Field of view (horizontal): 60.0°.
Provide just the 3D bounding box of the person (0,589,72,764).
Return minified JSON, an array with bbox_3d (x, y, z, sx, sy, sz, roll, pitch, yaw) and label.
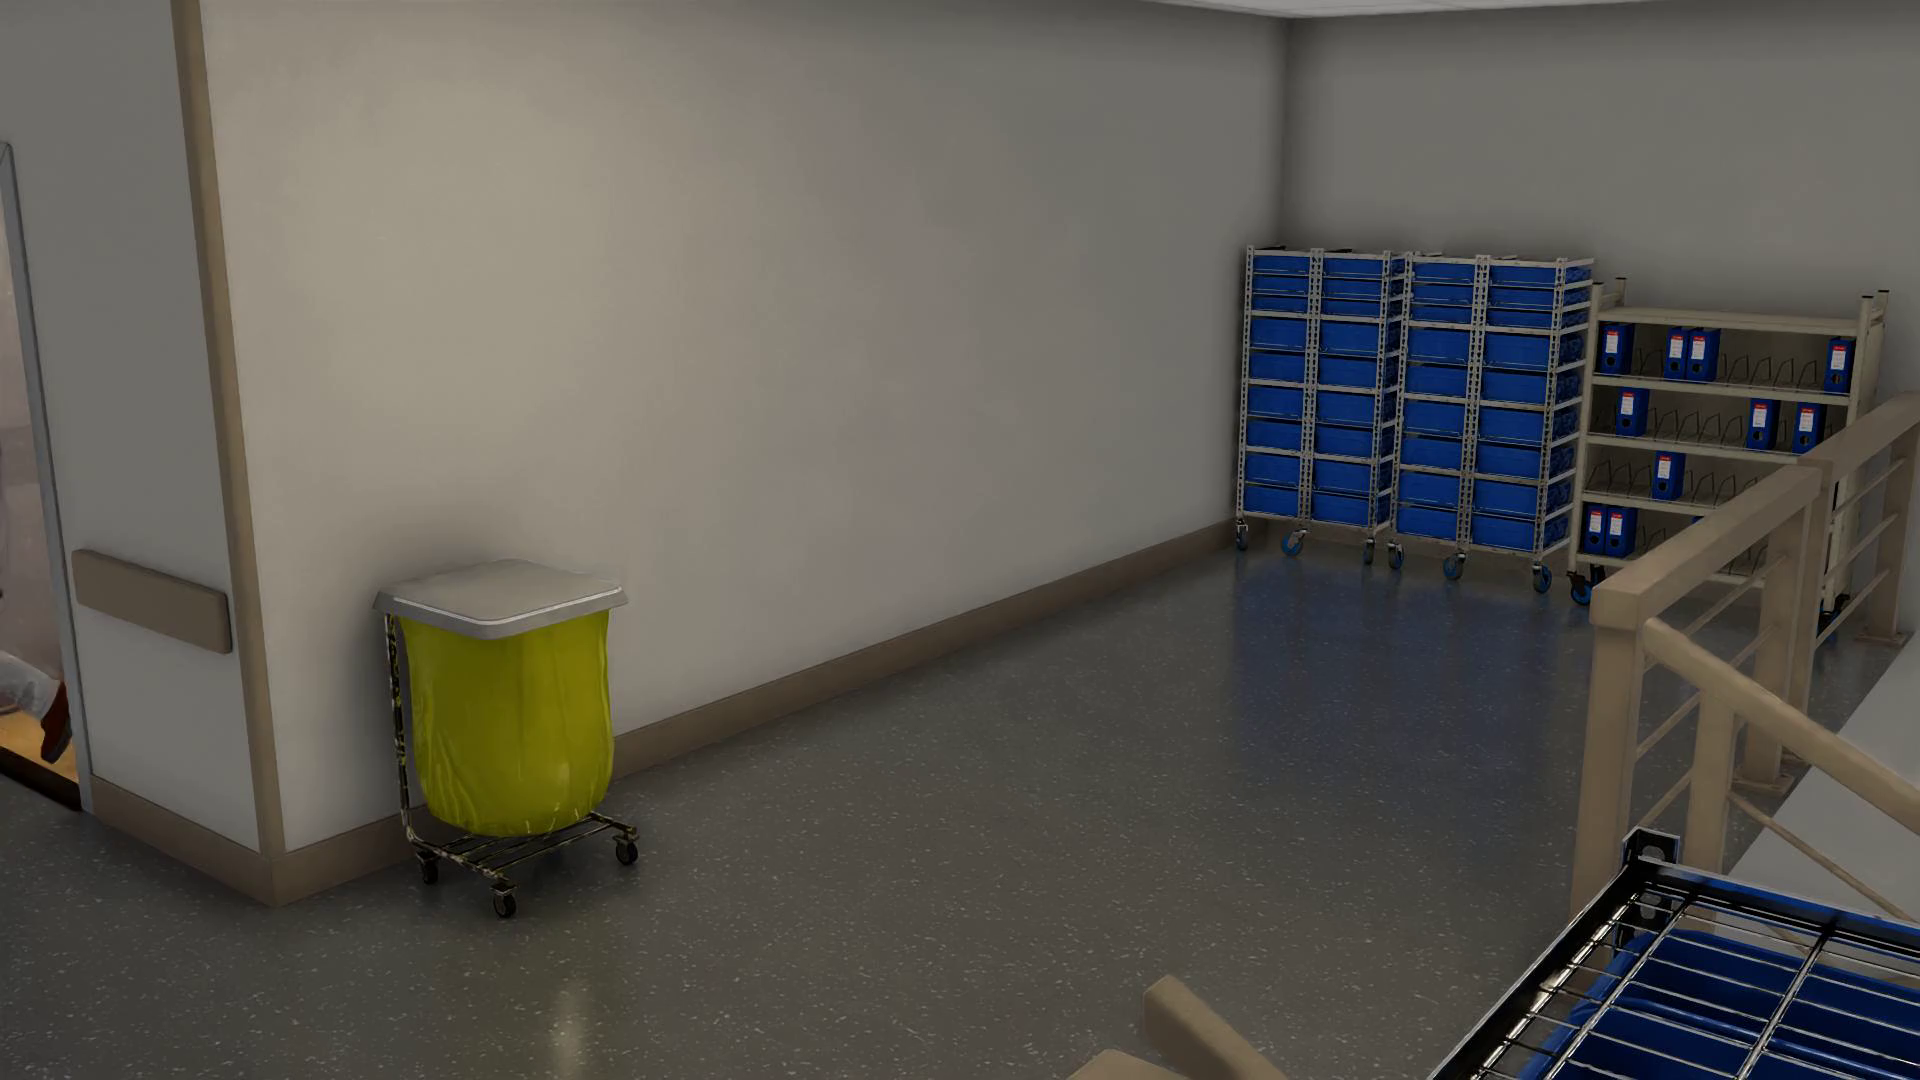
[{"bbox_3d":[-3.518,0.031,5.803,0.688,1.897,0.770,9,16,34],"label":"person"}]
